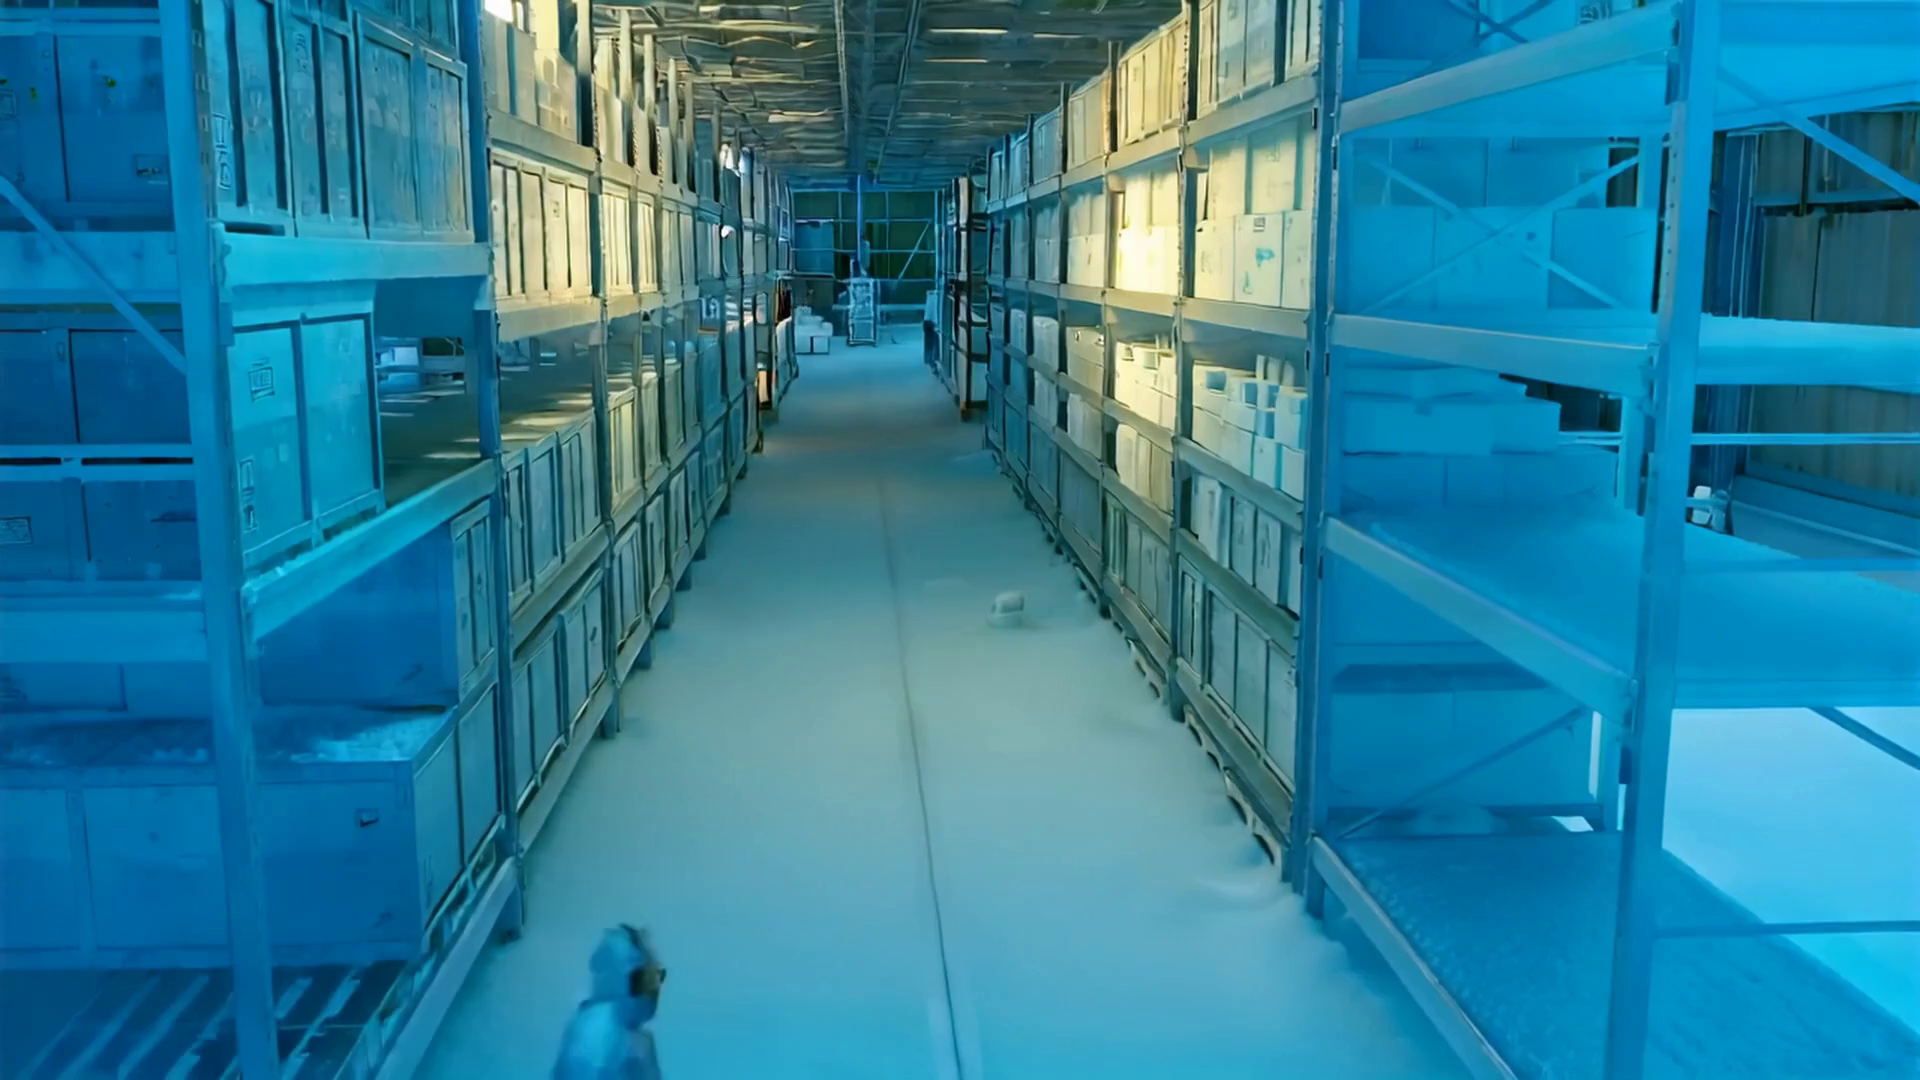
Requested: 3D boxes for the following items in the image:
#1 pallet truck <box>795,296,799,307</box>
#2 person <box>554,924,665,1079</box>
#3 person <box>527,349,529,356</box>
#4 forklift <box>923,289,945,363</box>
[{"bbox_3d":[-8.622,-12.439,91.403,1.885,1.965,0.823,2,10,13],"label":"pallet truck"},{"bbox_3d":[-1.078,2.094,5.073,1.017,1.844,0.638,-2,10,-9],"label":"person"},{"bbox_3d":[-10.133,-3.651,39.422,0.657,1.822,0.508,-1,10,-4],"label":"person"},{"bbox_3d":[-0.837,-8.195,63.421,1.129,2.768,1.873,-1,10,-3],"label":"forklift"}]
